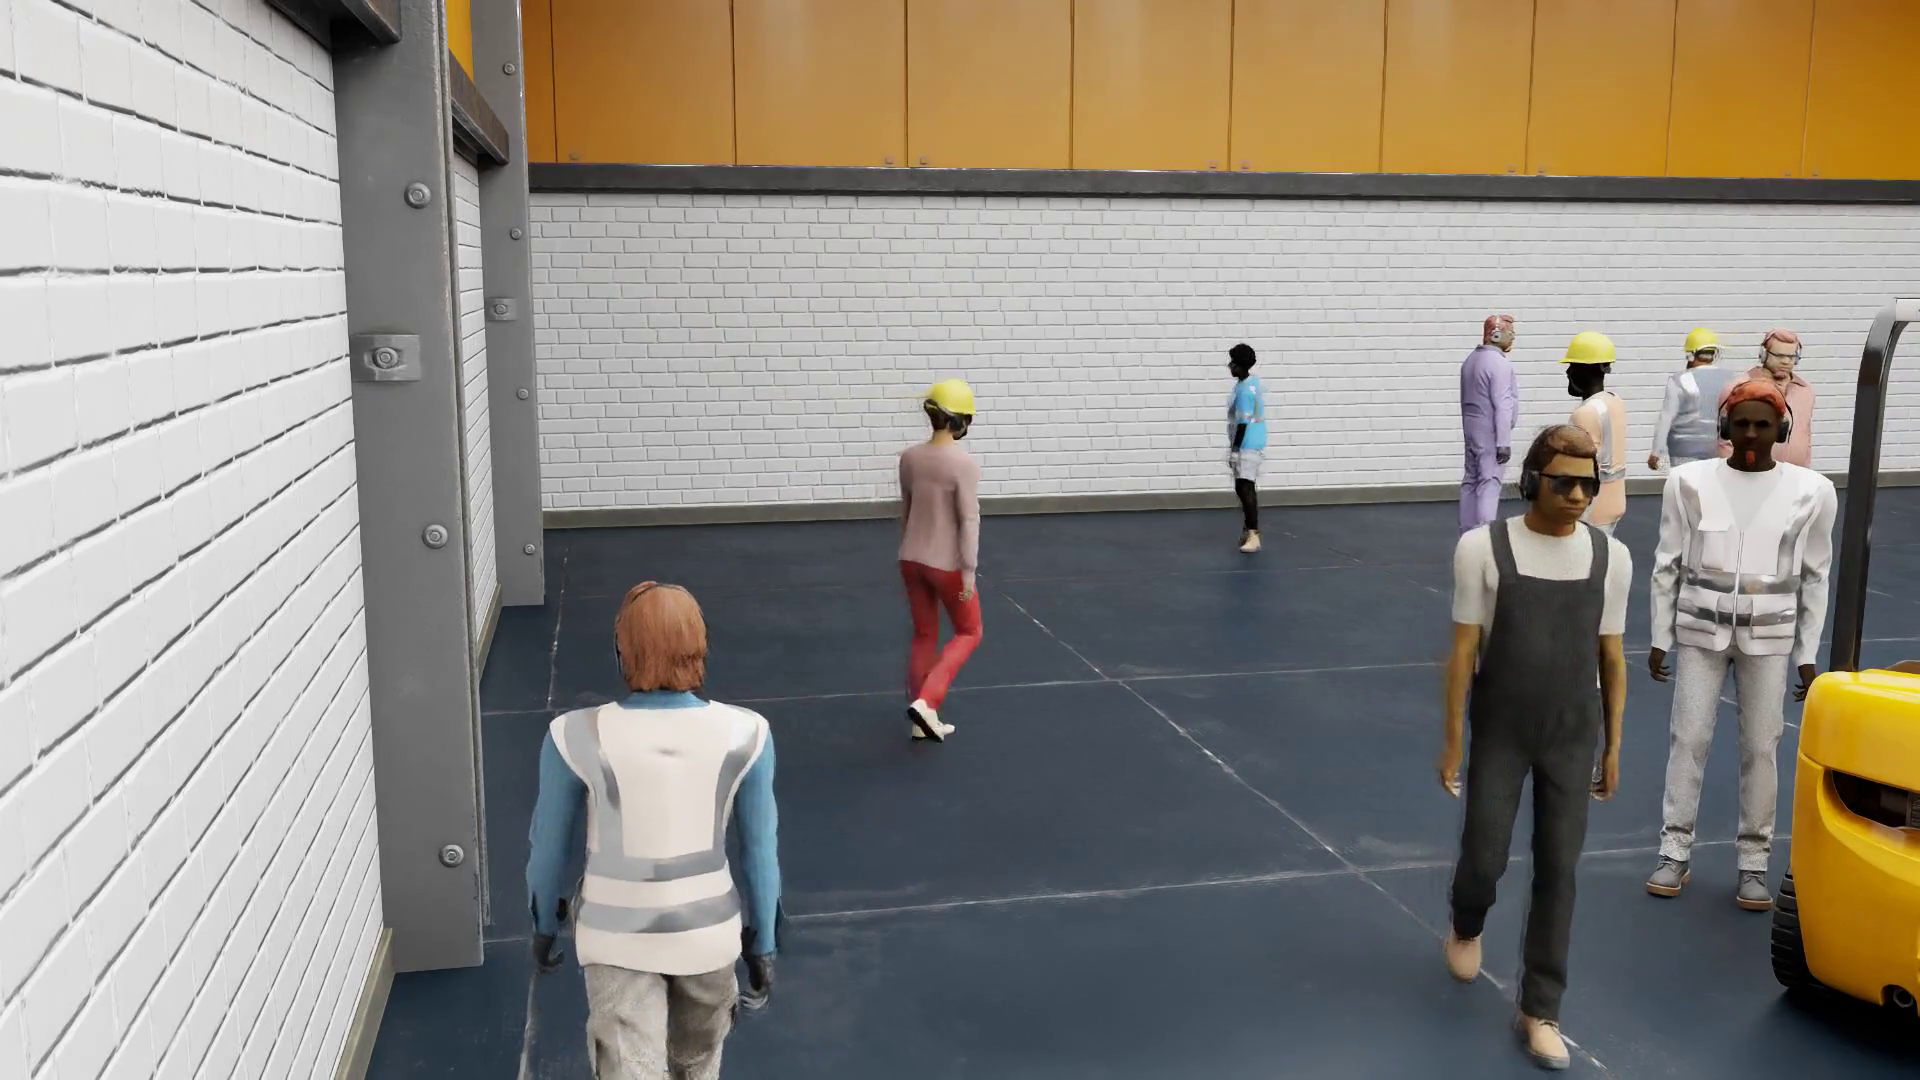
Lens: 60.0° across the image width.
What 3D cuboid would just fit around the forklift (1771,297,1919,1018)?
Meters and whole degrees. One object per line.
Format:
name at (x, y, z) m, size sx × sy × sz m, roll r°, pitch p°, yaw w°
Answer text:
forklift at (3.542, 0.334, 5.177) m, size 2.313 × 2.155 × 1.214 m, roll -9°, pitch 13°, yaw -43°

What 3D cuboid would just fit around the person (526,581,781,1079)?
person at (-0.663, 0.886, 3.650) m, size 0.527 × 1.591 × 0.878 m, roll -4°, pitch 10°, yaw -21°

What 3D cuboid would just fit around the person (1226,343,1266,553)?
person at (2.291, -0.743, 13.353) m, size 0.316 × 1.672 × 0.620 m, roll 2°, pitch 10°, yaw 14°

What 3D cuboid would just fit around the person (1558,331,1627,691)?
person at (3.361, -0.150, 8.934) m, size 0.379 × 1.928 × 0.585 m, roll 6°, pitch 11°, yaw 33°

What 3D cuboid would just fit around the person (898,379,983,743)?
person at (-0.101, 0.114, 7.869) m, size 0.544 × 1.749 × 0.439 m, roll 8°, pitch 12°, yaw 41°

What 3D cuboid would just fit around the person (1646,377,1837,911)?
person at (2.754, 0.368, 5.917) m, size 0.576 × 1.883 × 0.355 m, roll 5°, pitch 10°, yaw 27°

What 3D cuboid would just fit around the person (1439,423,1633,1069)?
person at (1.658, 0.566, 4.854) m, size 0.538 × 1.833 × 0.587 m, roll 0°, pitch 9°, yaw 3°

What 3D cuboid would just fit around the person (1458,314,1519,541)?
person at (4.133, -0.795, 12.941) m, size 0.399 × 1.904 × 0.644 m, roll -1°, pitch 9°, yaw -7°

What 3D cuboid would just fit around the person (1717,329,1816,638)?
person at (4.915, -0.329, 10.115) m, size 0.652 × 1.899 × 0.402 m, roll -2°, pitch 10°, yaw -14°

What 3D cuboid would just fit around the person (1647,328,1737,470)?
person at (5.497, -0.693, 12.594) m, size 0.601 × 1.814 × 0.585 m, roll -3°, pitch 10°, yaw -16°
